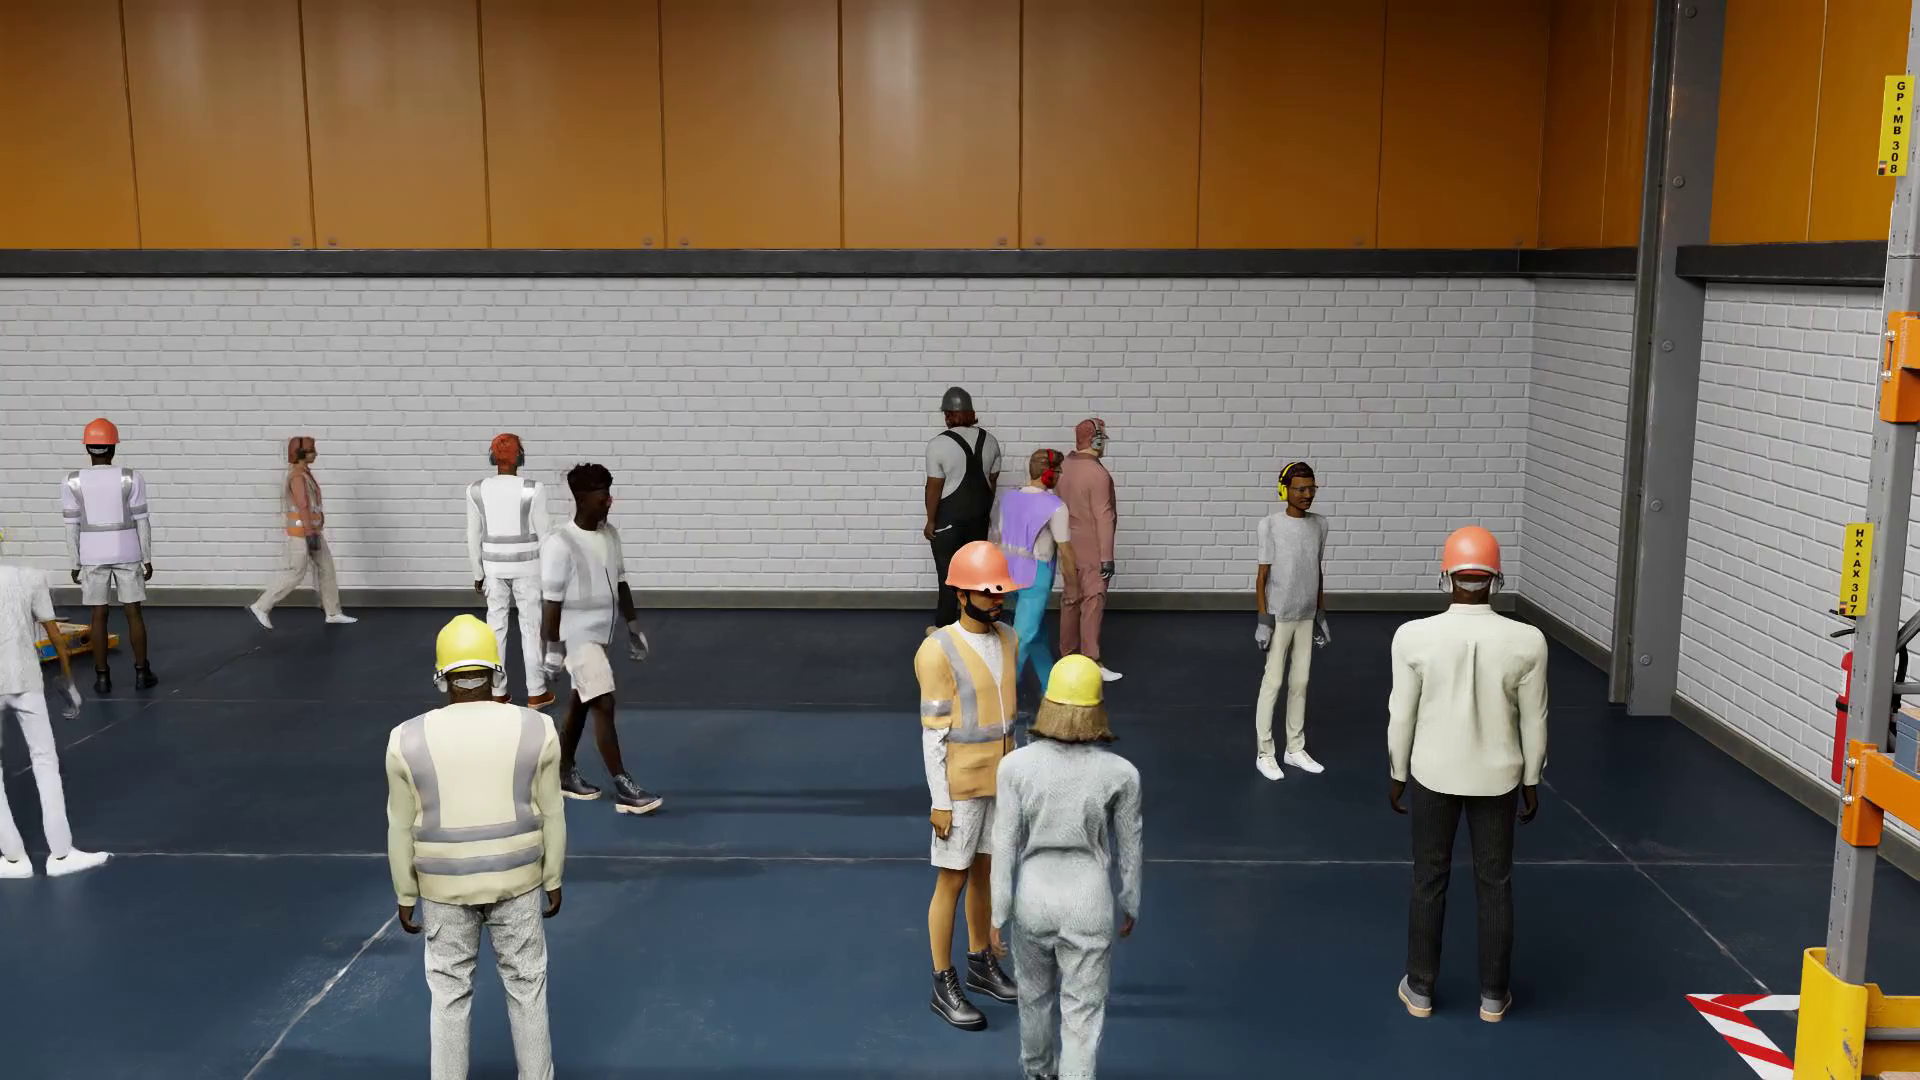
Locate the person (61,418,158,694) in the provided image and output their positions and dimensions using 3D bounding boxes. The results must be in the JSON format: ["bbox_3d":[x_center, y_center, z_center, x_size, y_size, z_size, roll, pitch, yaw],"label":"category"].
[{"bbox_3d":[-5.974,0.114,11.698,0.542,1.939,0.359,-4,10,-21],"label":"person"}]

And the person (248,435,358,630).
[{"bbox_3d":[-5.467,-0.060,13.725,0.768,1.607,0.514,-2,10,-10],"label":"person"}]

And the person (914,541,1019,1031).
[{"bbox_3d":[0.072,0.958,6.641,0.354,1.939,0.545,8,12,38],"label":"person"}]

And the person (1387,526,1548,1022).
[{"bbox_3d":[2.008,0.933,6.620,0.611,1.996,0.375,2,10,12],"label":"person"}]

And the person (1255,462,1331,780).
[{"bbox_3d":[1.960,0.467,9.786,0.510,1.872,0.328,-5,11,-27],"label":"person"}]

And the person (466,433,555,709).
[{"bbox_3d":[-3.021,0.217,11.239,0.575,1.884,0.355,0,9,3],"label":"person"}]

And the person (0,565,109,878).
[{"bbox_3d":[-4.606,0.756,8.166,0.675,1.833,0.307,-5,11,-28],"label":"person"}]

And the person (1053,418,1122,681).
[{"bbox_3d":[0.941,0.068,12.071,0.407,1.905,0.655,-5,11,-27],"label":"person"}]

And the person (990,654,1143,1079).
[{"bbox_3d":[0.372,1.225,5.708,0.497,1.709,0.821,1,10,8],"label":"person"}]

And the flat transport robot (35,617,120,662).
[{"bbox_3d":[-7.125,0.820,12.450,0.652,0.197,1.431,3,10,20],"label":"flat transport robot"}]

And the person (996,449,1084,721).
[{"bbox_3d":[0.558,0.294,11.020,0.923,1.797,0.573,-7,12,-36],"label":"person"}]

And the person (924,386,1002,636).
[{"bbox_3d":[-0.040,-0.224,13.413,0.684,2.000,0.538,-7,12,-36],"label":"person"}]

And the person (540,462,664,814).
[{"bbox_3d":[-1.942,0.534,9.178,0.903,1.925,0.635,3,10,18],"label":"person"}]

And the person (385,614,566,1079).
[{"bbox_3d":[-1.663,1.164,5.764,0.591,1.823,0.405,-3,10,-17],"label":"person"}]
